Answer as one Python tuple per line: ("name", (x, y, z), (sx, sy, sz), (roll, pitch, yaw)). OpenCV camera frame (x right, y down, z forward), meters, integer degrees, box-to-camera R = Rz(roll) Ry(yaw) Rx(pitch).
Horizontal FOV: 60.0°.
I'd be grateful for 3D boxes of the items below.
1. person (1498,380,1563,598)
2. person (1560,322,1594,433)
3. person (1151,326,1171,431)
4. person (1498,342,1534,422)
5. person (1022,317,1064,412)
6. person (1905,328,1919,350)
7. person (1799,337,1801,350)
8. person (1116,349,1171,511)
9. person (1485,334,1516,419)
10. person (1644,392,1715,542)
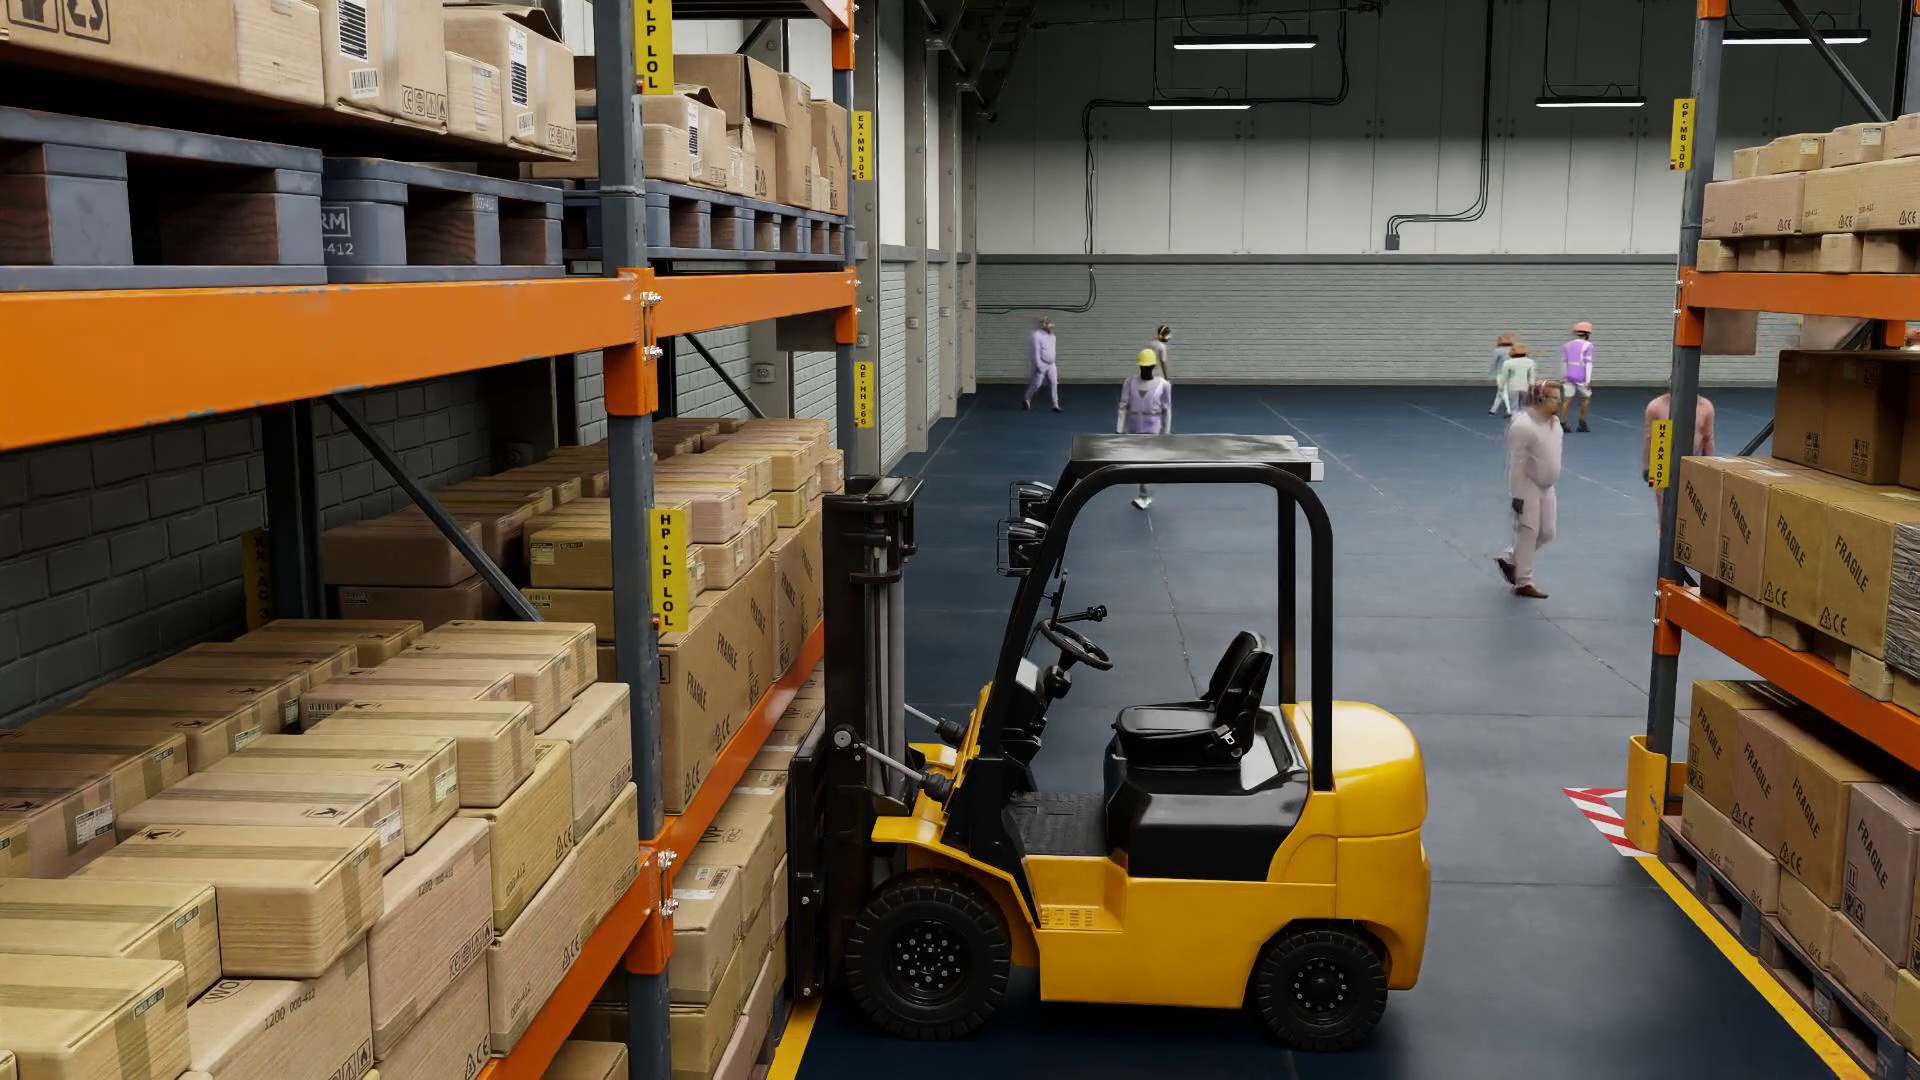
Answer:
("person", (4.951, -0.454, 14.450), (0.659, 1.892, 0.524), (-7, 12, -38))
("person", (10.620, -2.769, 28.473), (0.779, 1.890, 0.647), (-5, 11, -29))
("person", (3.397, -2.798, 28.857), (0.425, 1.833, 0.605), (-3, 10, -16))
("person", (9.068, -2.421, 27.201), (0.522, 1.603, 0.720), (-1, 9, -6))
("person", (1.624, -3.456, 32.709), (0.641, 1.874, 0.887), (-8, 12, -39))
("person", (15.117, -2.435, 26.509), (0.600, 1.870, 0.421), (-6, 11, -32))
("person", (18.478, -3.981, 36.331), (0.935, 1.717, 0.540), (7, 12, 36))
("person", (2.130, -1.283, 19.499), (0.600, 1.881, 0.944), (5, 11, 29))
("person", (10.205, -3.086, 31.304), (0.515, 1.588, 0.847), (-5, 10, -26))
("person", (7.042, -0.763, 16.344), (0.651, 1.885, 0.663), (2, 10, 11))
